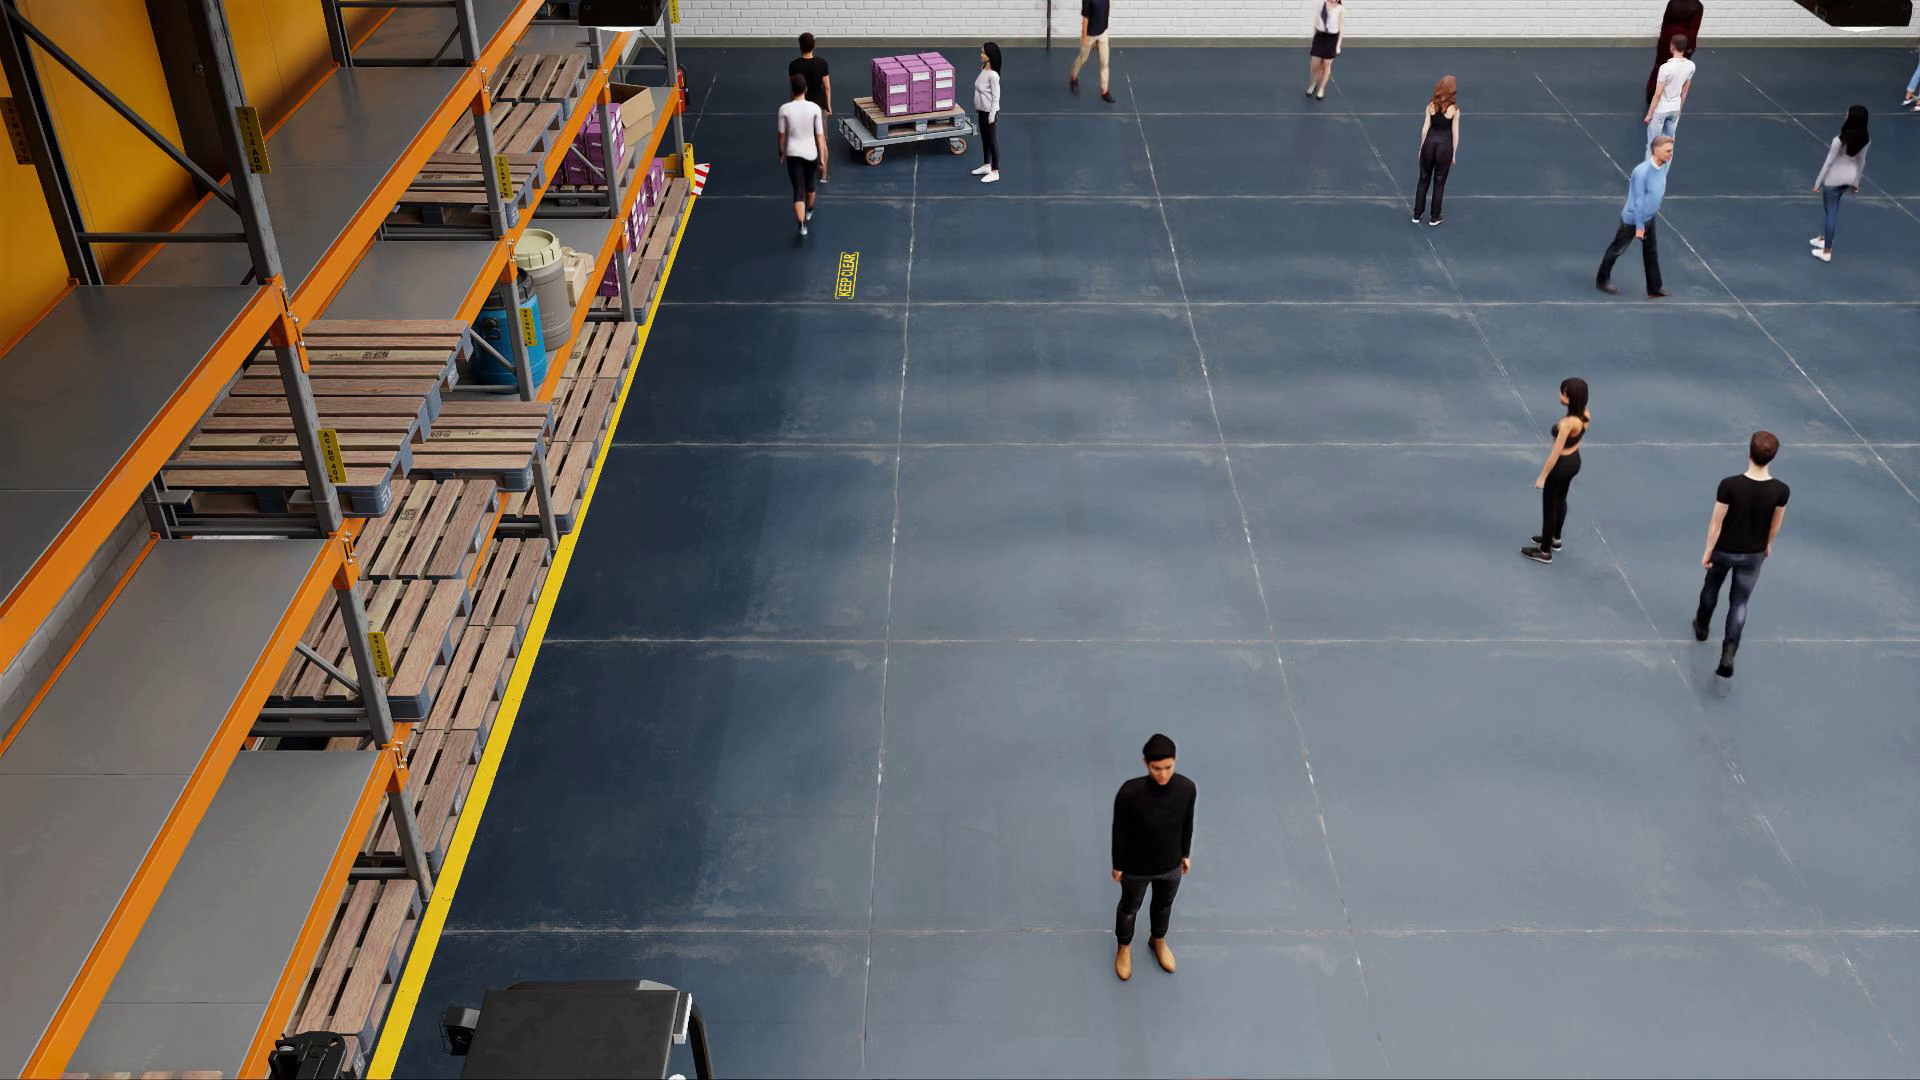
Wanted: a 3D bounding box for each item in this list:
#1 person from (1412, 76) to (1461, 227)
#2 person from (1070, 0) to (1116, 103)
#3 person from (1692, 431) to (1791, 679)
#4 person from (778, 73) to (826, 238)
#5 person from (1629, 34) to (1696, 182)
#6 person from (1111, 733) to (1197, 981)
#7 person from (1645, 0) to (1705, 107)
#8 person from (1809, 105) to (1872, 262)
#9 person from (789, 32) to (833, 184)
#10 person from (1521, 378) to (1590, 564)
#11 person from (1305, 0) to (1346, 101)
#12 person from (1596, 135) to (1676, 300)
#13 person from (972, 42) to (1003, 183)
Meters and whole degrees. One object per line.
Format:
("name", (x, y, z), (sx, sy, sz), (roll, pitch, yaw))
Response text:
("person", (5.518, -4.512, 19.253), (0.654, 1.748, 0.670), (17, 37, 24))
("person", (1.798, -7.011, 22.952), (1.050, 1.815, 1.275), (-17, 37, -23))
("person", (5.709, 0.132, 12.158), (0.933, 1.868, 1.263), (11, 35, 17))
("person", (-1.803, -4.335, 18.925), (0.783, 1.816, 1.259), (-4, 34, -6))
("person", (8.578, -5.209, 20.203), (0.715, 1.857, 0.669), (-12, 35, -17))
("person", (1.121, 1.835, 9.726), (0.685, 1.723, 0.608), (-7, 34, -10))
("person", (9.695, -6.722, 22.593), (1.028, 1.731, 1.143), (23, 40, 31))
("person", (9.775, -3.905, 18.367), (0.714, 1.717, 0.779), (-8, 34, -12))
("person", (-1.827, -5.265, 20.283), (0.731, 1.862, 0.678), (-9, 35, -13))
("person", (4.872, -0.558, 13.405), (0.703, 1.636, 0.637), (28, 43, 35))
("person", (5.025, -6.829, 22.861), (0.687, 1.613, 0.724), (22, 39, 29))
("person", (7.109, -3.441, 17.620), (1.045, 1.771, 1.189), (-22, 39, -29))
("person", (0.356, -5.271, 20.438), (0.756, 1.701, 0.629), (-13, 36, -19))
